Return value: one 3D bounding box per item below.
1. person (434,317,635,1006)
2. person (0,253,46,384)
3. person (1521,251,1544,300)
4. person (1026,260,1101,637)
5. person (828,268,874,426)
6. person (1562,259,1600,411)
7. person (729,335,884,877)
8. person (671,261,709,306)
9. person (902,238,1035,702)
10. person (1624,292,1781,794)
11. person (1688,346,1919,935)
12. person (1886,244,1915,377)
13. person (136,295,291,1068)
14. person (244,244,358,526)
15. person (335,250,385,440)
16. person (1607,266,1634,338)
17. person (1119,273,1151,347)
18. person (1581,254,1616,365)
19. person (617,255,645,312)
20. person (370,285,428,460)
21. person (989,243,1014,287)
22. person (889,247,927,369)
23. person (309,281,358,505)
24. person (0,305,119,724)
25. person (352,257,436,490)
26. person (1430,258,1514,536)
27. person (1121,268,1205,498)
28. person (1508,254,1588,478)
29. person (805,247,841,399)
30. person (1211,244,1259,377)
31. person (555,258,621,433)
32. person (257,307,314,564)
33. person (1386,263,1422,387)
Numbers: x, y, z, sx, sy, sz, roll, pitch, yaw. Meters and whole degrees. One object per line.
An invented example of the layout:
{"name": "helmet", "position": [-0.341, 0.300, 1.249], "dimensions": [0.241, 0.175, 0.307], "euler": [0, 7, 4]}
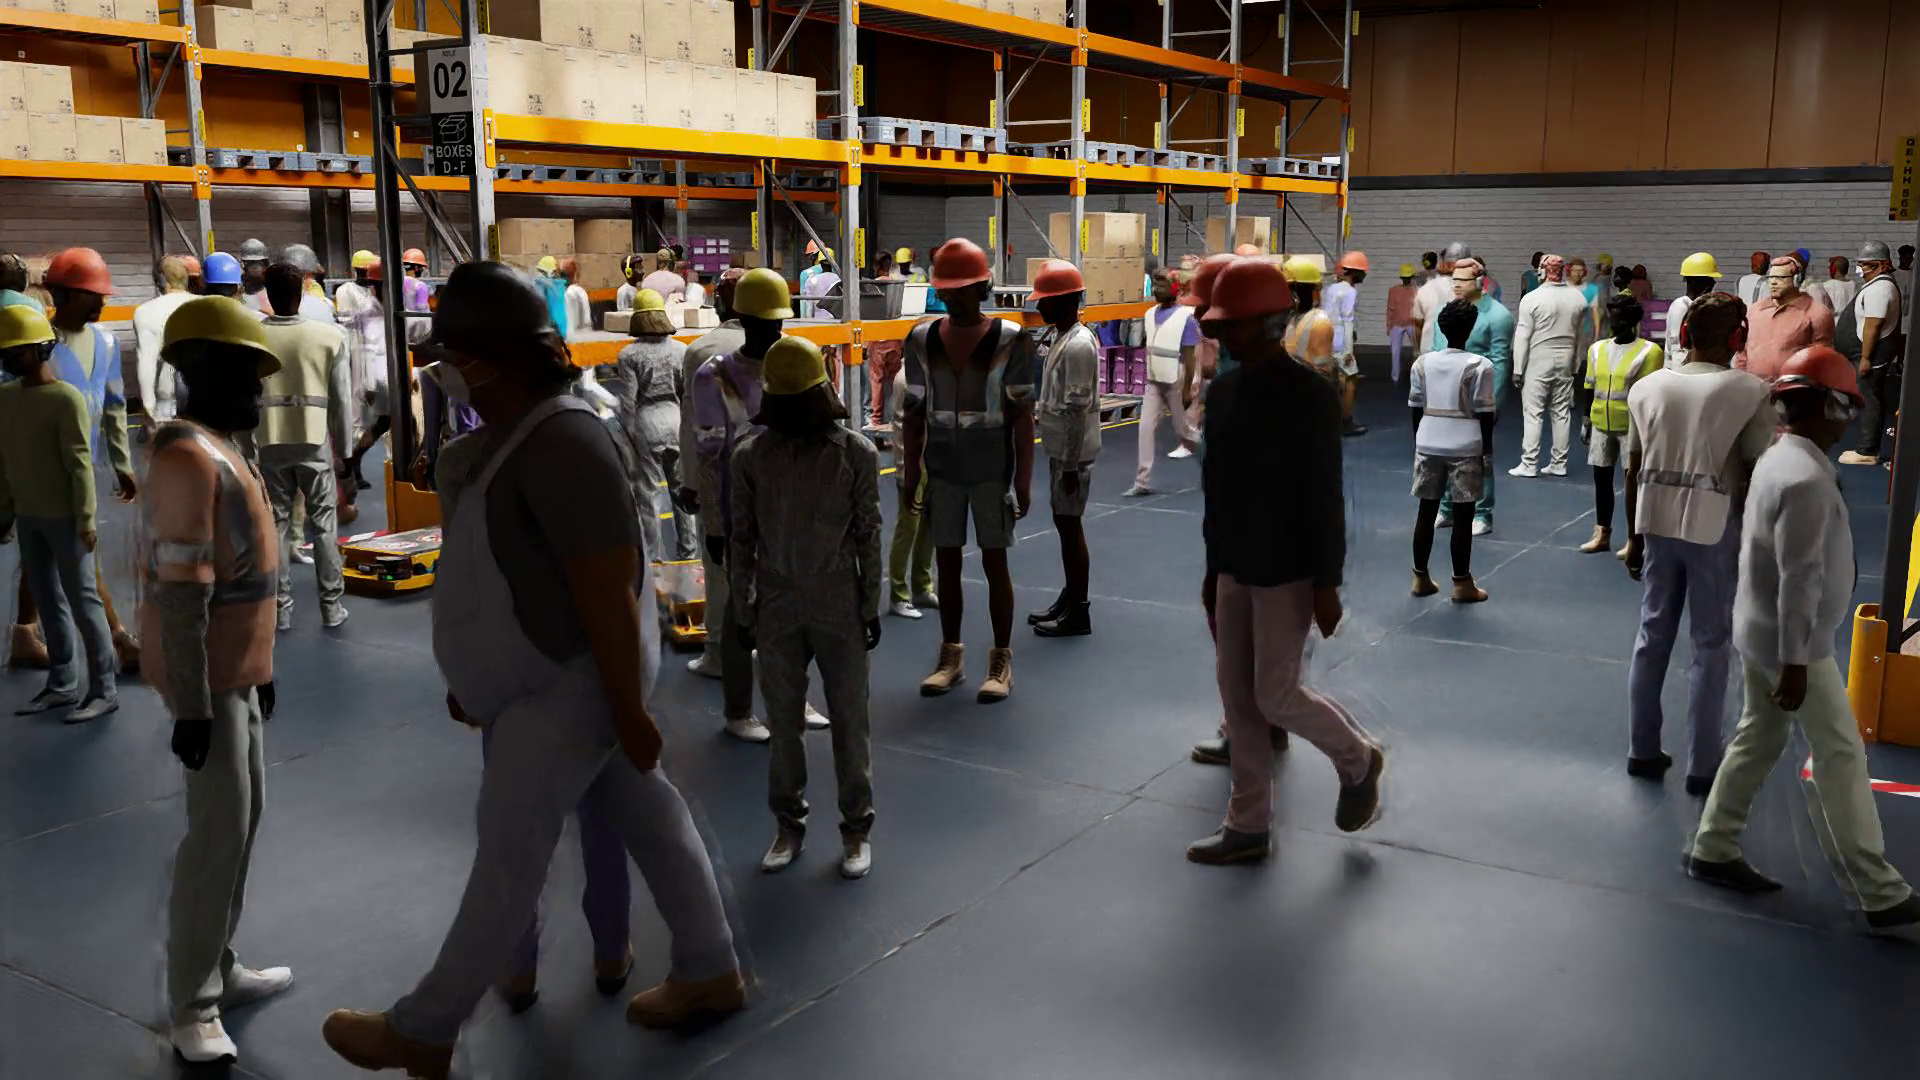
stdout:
{"name": "person", "position": [-1.103, 0.316, 4.420], "dimensions": [0.515, 1.843, 0.326], "euler": [-4, 11, -20]}
{"name": "person", "position": [-6.810, -1.093, 12.006], "dimensions": [0.629, 1.931, 0.377], "euler": [3, 11, 16]}
{"name": "person", "position": [9.029, -3.587, 26.056], "dimensions": [0.507, 1.844, 0.345], "euler": [8, 13, 37]}
{"name": "person", "position": [0.524, -0.461, 8.514], "dimensions": [0.389, 1.925, 0.550], "euler": [-1, 10, -3]}
{"name": "person", "position": [-1.141, -2.182, 18.100], "dimensions": [0.603, 1.904, 0.386], "euler": [-4, 11, -20]}
{"name": "person", "position": [7.380, -2.474, 20.022], "dimensions": [0.584, 1.797, 0.964], "euler": [1, 10, 6]}
{"name": "person", "position": [-0.489, 0.216, 5.294], "dimensions": [0.493, 1.731, 0.321], "euler": [1, 10, 5]}
{"name": "person", "position": [-3.154, -2.343, 19.353], "dimensions": [0.584, 1.779, 0.947], "euler": [4, 11, 21]}
{"name": "person", "position": [0.021, -0.297, 7.327], "dimensions": [0.612, 2.030, 0.410], "euler": [4, 11, 19]}
{"name": "person", "position": [2.695, 0.014, 6.129], "dimensions": [0.395, 1.836, 0.560], "euler": [-7, 13, -35]}
{"name": "person", "position": [2.631, 0.287, 4.981], "dimensions": [0.717, 1.700, 0.592], "euler": [3, 11, 16]}
{"name": "person", "position": [13.933, -3.392, 24.674], "dimensions": [0.599, 1.958, 0.372], "euler": [1, 10, 6]}
{"name": "person", "position": [-1.884, 0.338, 4.222], "dimensions": [0.362, 1.890, 0.732], "euler": [-3, 11, -15]}
{"name": "person", "position": [-4.563, -1.060, 11.505], "dimensions": [0.695, 2.000, 0.939], "euler": [1, 10, 3]}
{"name": "person", "position": [-6.027, -1.972, 16.900], "dimensions": [0.401, 1.918, 0.601], "euler": [6, 12, 30]}
{"name": "person", "position": [8.299, -2.588, 20.928], "dimensions": [0.317, 1.696, 0.539], "euler": [1, 10, 8]}
{"name": "person", "position": [2.406, -3.157, 23.676], "dimensions": [0.633, 1.841, 0.429], "euler": [0, 10, 2]}
{"name": "person", "position": [10.391, -3.691, 26.761], "dimensions": [0.786, 1.793, 0.613], "euler": [4, 11, 19]}
{"name": "person", "position": [-3.361, -1.998, 17.175], "dimensions": [0.328, 1.873, 0.518], "euler": [0, 10, -2]}
{"name": "person", "position": [-4.836, -1.412, 14.353], "dimensions": [0.589, 1.714, 0.682], "euler": [-1, 10, -4]}
{"name": "person", "position": [0.624, -3.461, 24.934], "dimensions": [0.396, 1.992, 0.623], "euler": [4, 11, 20]}
{"name": "person", "position": [-0.730, -2.997, 22.566], "dimensions": [0.608, 1.924, 0.382], "euler": [3, 11, 14]}
{"name": "person", "position": [-4.690, -1.021, 12.161], "dimensions": [0.483, 1.737, 0.352], "euler": [-6, 12, -29]}
{"name": "person", "position": [-3.843, -0.102, 6.988], "dimensions": [0.529, 1.761, 0.340], "euler": [5, 12, 27]}
{"name": "person", "position": [-4.639, -1.327, 13.389], "dimensions": [0.927, 1.901, 0.562], "euler": [-1, 10, -5]}
{"name": "person", "position": [3.470, -0.980, 11.470], "dimensions": [0.398, 1.898, 0.646], "euler": [-7, 12, -33]}
{"name": "person", "position": [1.706, -1.243, 13.171], "dimensions": [0.875, 1.818, 0.574], "euler": [-7, 12, -34]}
{"name": "person", "position": [5.006, -1.477, 14.216], "dimensions": [0.644, 1.900, 0.399], "euler": [-3, 11, -16]}
{"name": "person", "position": [-1.668, -2.735, 21.095], "dimensions": [0.587, 1.928, 0.362], "euler": [-3, 11, -14]}
{"name": "person", "position": [2.556, -1.655, 14.959], "dimensions": [0.615, 1.987, 0.407], "euler": [-2, 10, -9]}
{"name": "person", "position": [-3.836, -1.961, 17.044], "dimensions": [0.827, 1.854, 0.621], "euler": [1, 10, 3]}
{"name": "person", "position": [-4.208, -0.622, 10.257], "dimensions": [0.514, 1.622, 0.322], "euler": [-10, 14, -44]}
{"name": "person", "position": [6.152, -2.927, 22.776], "dimensions": [0.657, 1.731, 0.540], "euler": [5, 11, 24]}
